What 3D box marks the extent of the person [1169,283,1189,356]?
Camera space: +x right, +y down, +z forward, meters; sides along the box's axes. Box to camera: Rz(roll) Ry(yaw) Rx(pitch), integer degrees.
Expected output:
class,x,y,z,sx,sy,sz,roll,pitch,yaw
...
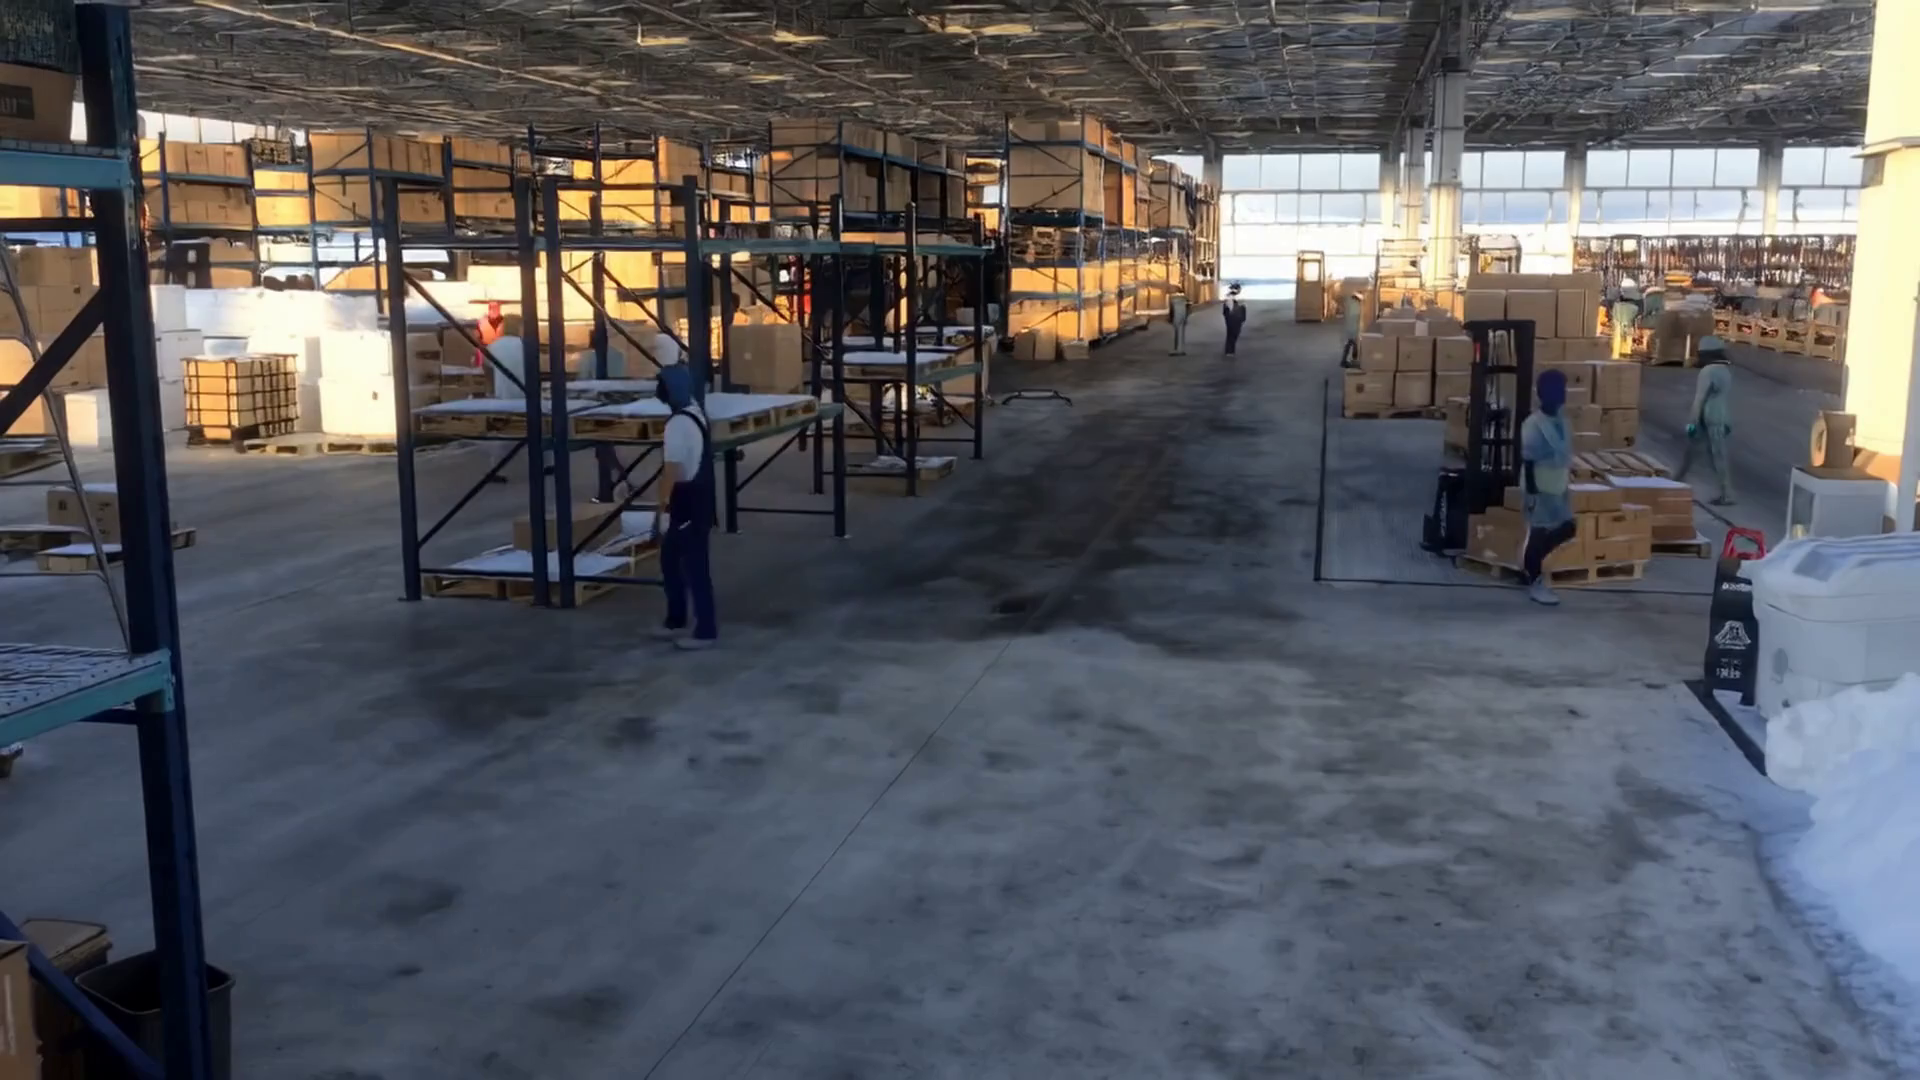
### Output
class,x,y,z,sx,sy,sz,roll,pitch,yaw
person,5.600,-5.633,42.573,0.512,1.865,0.329,-4,10,-22

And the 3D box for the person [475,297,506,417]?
class,x,y,z,sx,sy,sz,roll,pitch,yaw
person,-7.138,-2.784,25.582,0.619,1.900,0.447,-4,10,-23

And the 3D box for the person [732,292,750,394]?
class,x,y,z,sx,sy,sz,roll,pitch,yaw
person,-3.566,-2.960,26.486,0.395,1.956,0.606,4,10,20

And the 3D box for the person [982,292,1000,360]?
class,x,y,z,sx,sy,sz,roll,pitch,yaw
person,0.700,-5.258,40.932,0.546,1.653,0.829,-3,10,-19

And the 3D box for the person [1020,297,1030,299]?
class,x,y,z,sx,sy,sz,roll,pitch,yaw
person,2.177,-7.468,53.924,0.536,1.696,0.322,-5,11,-25

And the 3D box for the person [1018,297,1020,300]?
class,x,y,z,sx,sy,sz,roll,pitch,yaw
person,2.209,-7.908,55.974,0.642,1.884,0.802,4,11,24

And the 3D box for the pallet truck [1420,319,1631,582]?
class,x,y,z,sx,sy,sz,roll,pitch,yaw
pallet truck,4.543,-0.757,13.299,0.823,1.965,1.885,-4,10,-22

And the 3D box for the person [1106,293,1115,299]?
class,x,y,z,sx,sy,sz,roll,pitch,yaw
person,7.535,-12.495,83.268,0.627,1.845,0.429,-5,11,-28

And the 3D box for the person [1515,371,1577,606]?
class,x,y,z,sx,sy,sz,roll,pitch,yaw
person,4.195,-0.374,11.934,0.556,1.684,0.379,-7,12,-35

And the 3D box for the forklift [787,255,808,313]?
class,x,y,z,sx,sy,sz,roll,pitch,yaw
forklift,-7.325,-11.587,74.819,1.129,2.768,1.873,2,10,12

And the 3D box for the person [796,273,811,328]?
class,x,y,z,sx,sy,sz,roll,pitch,yaw
person,-5.133,-7.772,54.841,0.629,1.993,0.972,1,10,7

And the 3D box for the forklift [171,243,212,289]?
class,x,y,z,sx,sy,sz,roll,pitch,yaw
forklift,-16.930,-5.175,36.848,1.873,2.768,1.129,2,10,12

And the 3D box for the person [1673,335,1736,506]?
class,x,y,z,sx,sy,sz,roll,pitch,yaw
person,7.521,-1.219,16.870,0.508,1.695,0.893,-9,13,-42

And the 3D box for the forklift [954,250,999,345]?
class,x,y,z,sx,sy,sz,roll,pitch,yaw
forklift,0.501,-7.106,48.288,1.129,2.768,1.873,2,10,12

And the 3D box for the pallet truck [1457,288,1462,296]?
class,x,y,z,sx,sy,sz,roll,pitch,yaw
pallet truck,20.506,-9.785,68.819,0.653,1.274,1.630,2,10,12

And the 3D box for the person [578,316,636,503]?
class,x,y,z,sx,sy,sz,roll,pitch,yaw
person,-3.607,-1.300,16.785,0.438,1.913,0.602,5,11,30

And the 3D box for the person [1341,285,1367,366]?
class,x,y,z,sx,sy,sz,roll,pitch,yaw
person,9.093,-4.916,38.272,0.653,1.880,0.605,2,10,11

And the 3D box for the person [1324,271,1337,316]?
class,x,y,z,sx,sy,sz,roll,pitch,yaw
person,16.158,-10.774,72.789,0.627,1.941,0.370,3,10,17

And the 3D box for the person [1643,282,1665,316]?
class,x,y,z,sx,sy,sz,roll,pitch,yaw
person,20.767,-6.816,49.809,0.611,1.777,0.942,2,10,13

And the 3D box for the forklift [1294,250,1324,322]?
class,x,y,z,sx,sy,sz,roll,pitch,yaw
forklift,13.778,-10.002,65.433,1.129,2.768,1.873,2,10,12

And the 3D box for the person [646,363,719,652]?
class,x,y,z,sx,sy,sz,roll,pitch,yaw
person,-1.820,-0.193,10.459,0.663,1.824,0.547,2,10,9

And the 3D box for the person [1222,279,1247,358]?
class,x,y,z,sx,sy,sz,roll,pitch,yaw
person,6.925,-5.611,41.913,0.578,2.000,0.851,0,10,1

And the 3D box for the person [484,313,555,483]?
class,x,y,z,sx,sy,sz,roll,pitch,yaw
person,-4.950,-1.585,18.547,0.647,1.885,1.009,7,12,35
